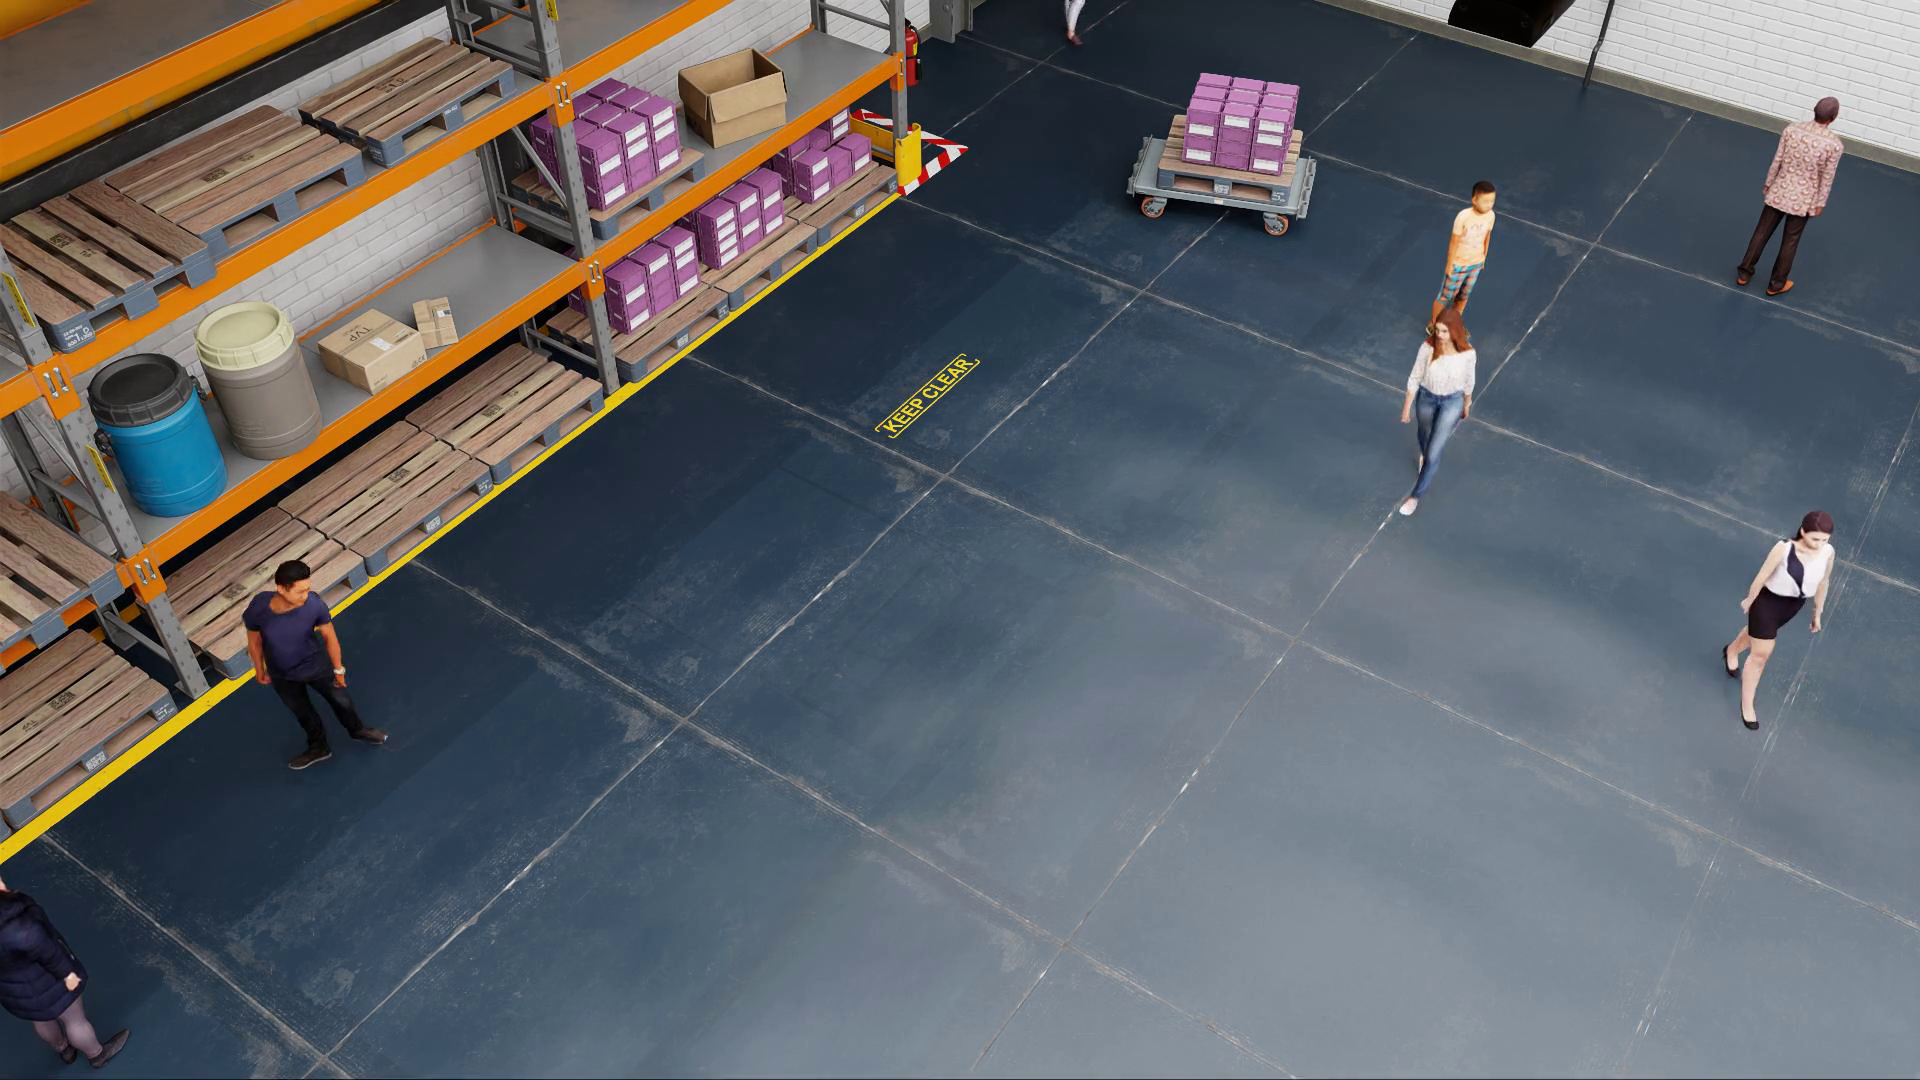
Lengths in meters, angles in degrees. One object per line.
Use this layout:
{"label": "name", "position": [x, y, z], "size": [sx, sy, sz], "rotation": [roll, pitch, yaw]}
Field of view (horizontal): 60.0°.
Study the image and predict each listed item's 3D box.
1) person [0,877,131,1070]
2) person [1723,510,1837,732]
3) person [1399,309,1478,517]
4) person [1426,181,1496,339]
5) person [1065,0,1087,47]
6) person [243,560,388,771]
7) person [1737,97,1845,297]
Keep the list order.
{"label": "person", "position": [-4.885, 2.268, 8.734], "size": [0.755, 1.674, 0.758], "rotation": [10, 45, 11]}
{"label": "person", "position": [5.260, 0.366, 10.770], "size": [0.929, 1.620, 1.022], "rotation": [-5, 44, -5]}
{"label": "person", "position": [3.543, -1.048, 12.212], "size": [0.751, 1.678, 1.113], "rotation": [13, 45, 14]}
{"label": "person", "position": [4.147, -2.302, 13.688], "size": [0.576, 1.459, 0.659], "rotation": [-14, 45, -14]}
{"label": "person", "position": [1.239, -6.048, 17.521], "size": [0.837, 1.595, 0.700], "rotation": [-9, 44, -9]}
{"label": "person", "position": [-4.112, 0.769, 10.250], "size": [0.806, 1.755, 0.867], "rotation": [3, 44, 3]}
{"label": "person", "position": [7.051, -2.913, 14.075], "size": [0.714, 1.808, 0.645], "rotation": [34, 53, 31]}
